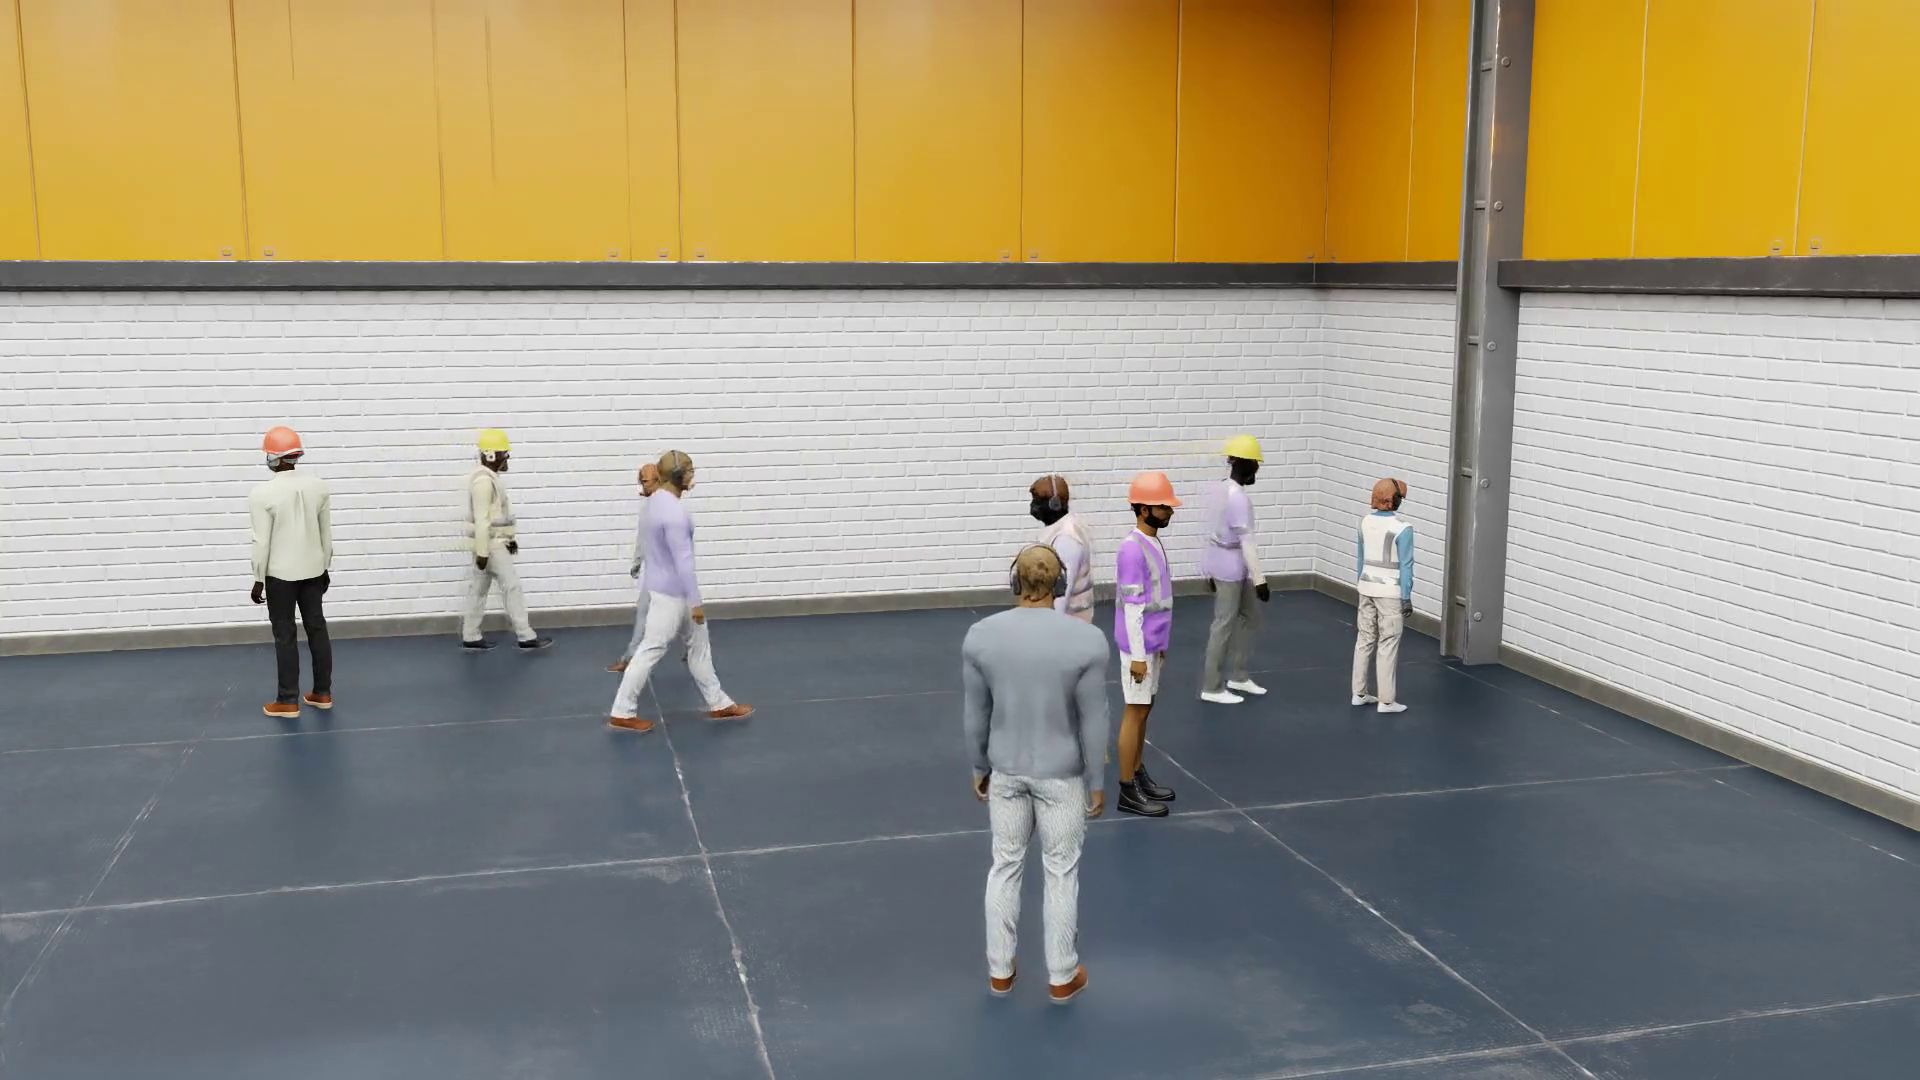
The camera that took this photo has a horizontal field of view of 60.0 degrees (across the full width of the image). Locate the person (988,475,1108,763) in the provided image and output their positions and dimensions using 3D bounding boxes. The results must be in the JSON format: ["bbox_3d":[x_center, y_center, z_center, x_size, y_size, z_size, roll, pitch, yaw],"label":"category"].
[{"bbox_3d":[0.502,0.506,10.204,0.916,1.797,0.652,-1,9,-7],"label":"person"}]

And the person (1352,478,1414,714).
[{"bbox_3d":[2.924,0.384,11.510,0.316,1.629,0.508,-5,10,-27],"label":"person"}]

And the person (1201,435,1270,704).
[{"bbox_3d":[1.989,0.216,11.681,0.627,1.901,0.612,0,9,2],"label":"person"}]

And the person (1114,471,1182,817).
[{"bbox_3d":[1.058,0.573,9.368,0.359,1.938,0.547,3,9,16],"label":"person"}]

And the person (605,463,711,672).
[{"bbox_3d":[-2.316,0.195,12.817,0.868,1.593,0.513,-5,10,-27],"label":"person"}]

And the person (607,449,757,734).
[{"bbox_3d":[-1.892,0.343,10.977,1.012,1.889,0.649,-3,10,-17],"label":"person"}]

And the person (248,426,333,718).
[{"bbox_3d":[-4.582,0.214,11.419,0.373,1.997,0.606,6,11,32],"label":"person"}]

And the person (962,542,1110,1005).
[{"bbox_3d":[0.312,0.972,6.923,0.630,1.931,0.373,4,10,22],"label":"person"}]

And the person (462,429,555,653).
[{"bbox_3d":[-3.632,0.011,13.285,0.824,1.794,0.613,-3,9,-16],"label":"person"}]
